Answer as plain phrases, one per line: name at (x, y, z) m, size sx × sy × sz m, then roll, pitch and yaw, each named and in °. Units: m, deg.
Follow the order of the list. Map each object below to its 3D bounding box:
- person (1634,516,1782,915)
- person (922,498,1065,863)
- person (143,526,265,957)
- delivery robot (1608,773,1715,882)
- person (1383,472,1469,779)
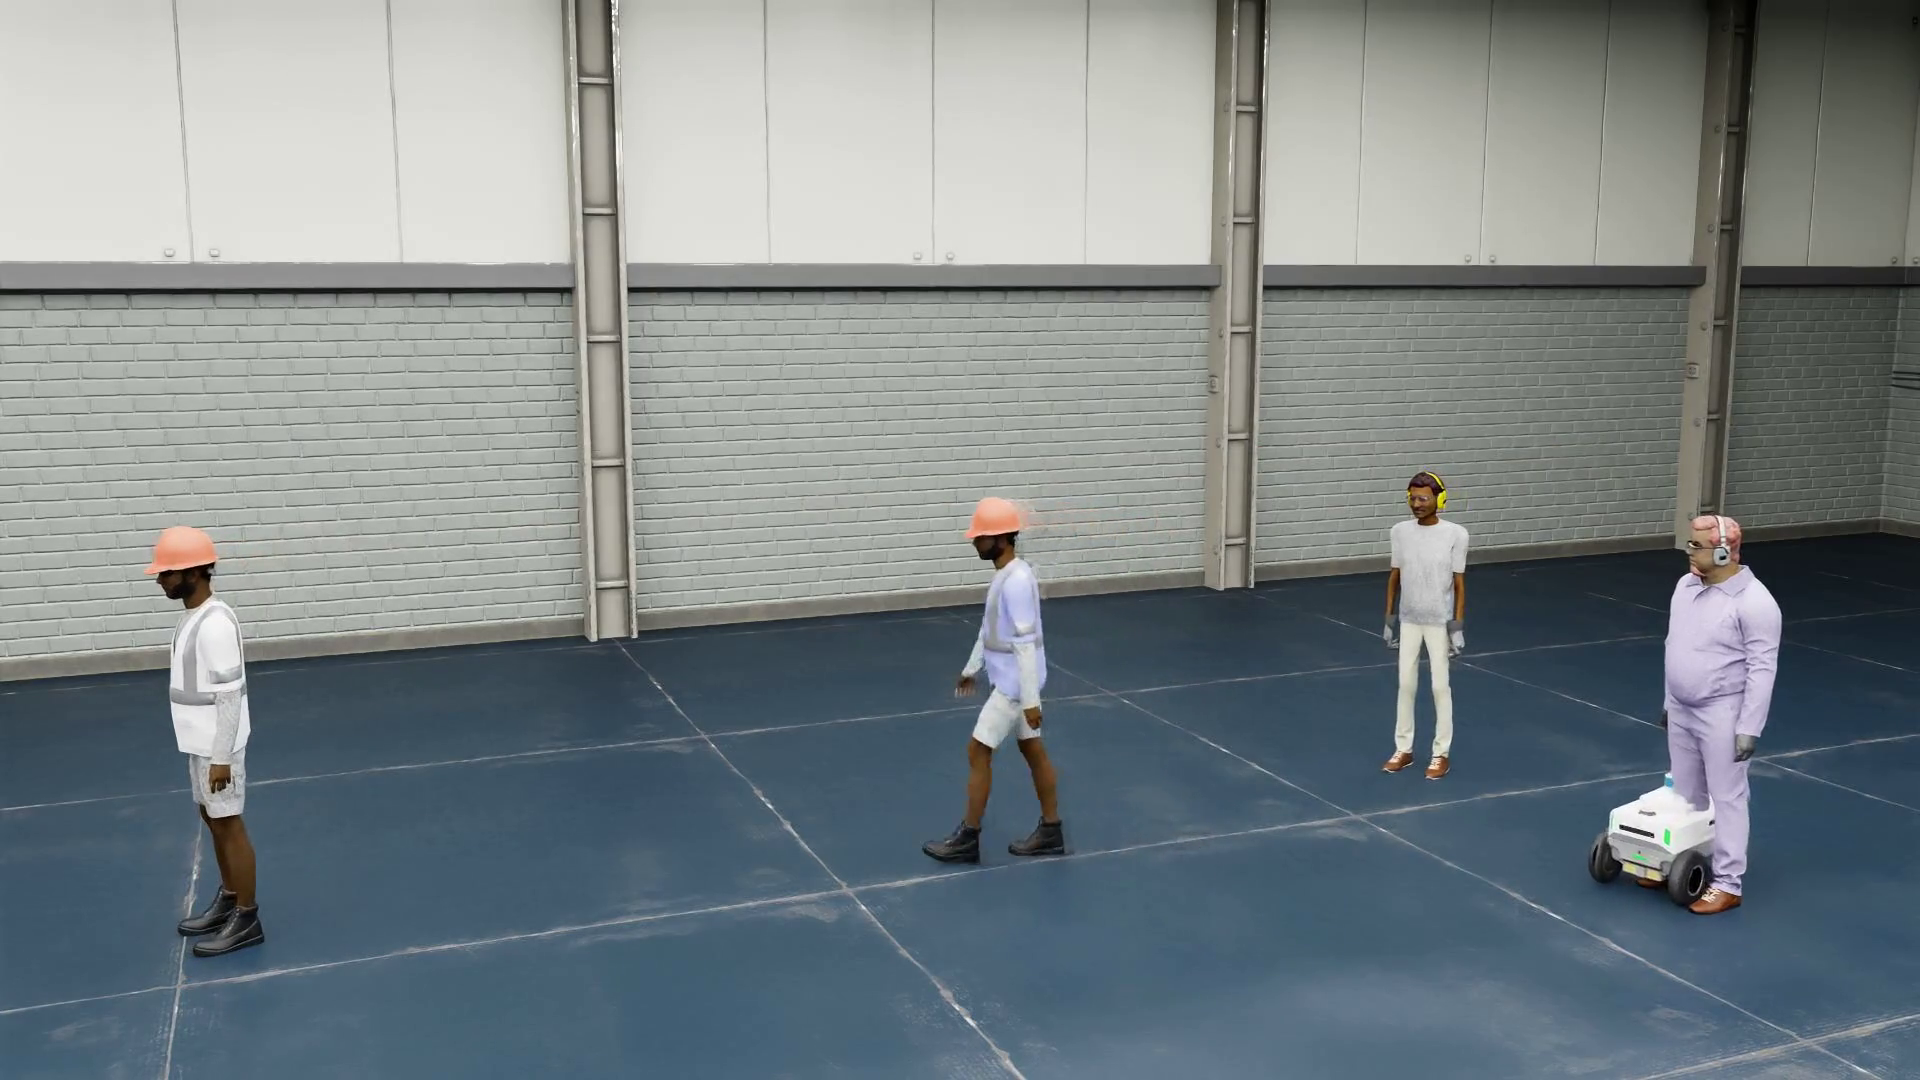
person at (3.572, 0.826, 7.964) m, size 0.399 × 1.905 × 0.643 m, roll -2°, pitch 9°, yaw -14°
person at (0.157, 0.727, 8.573) m, size 0.878 × 1.897 × 0.555 m, roll 1°, pitch 9°, yaw 3°
person at (-3.386, 0.893, 7.441) m, size 0.377 × 1.932 × 0.552 m, roll -6°, pitch 11°, yaw -34°
delivery robot at (3.544, 1.403, 8.265) m, size 0.707 × 0.478 × 0.477 m, roll -7°, pitch 12°, yaw -39°
person at (2.813, 0.511, 10.073) m, size 0.507 × 1.865 × 0.325 m, roll 6°, pitch 11°, yaw 35°
